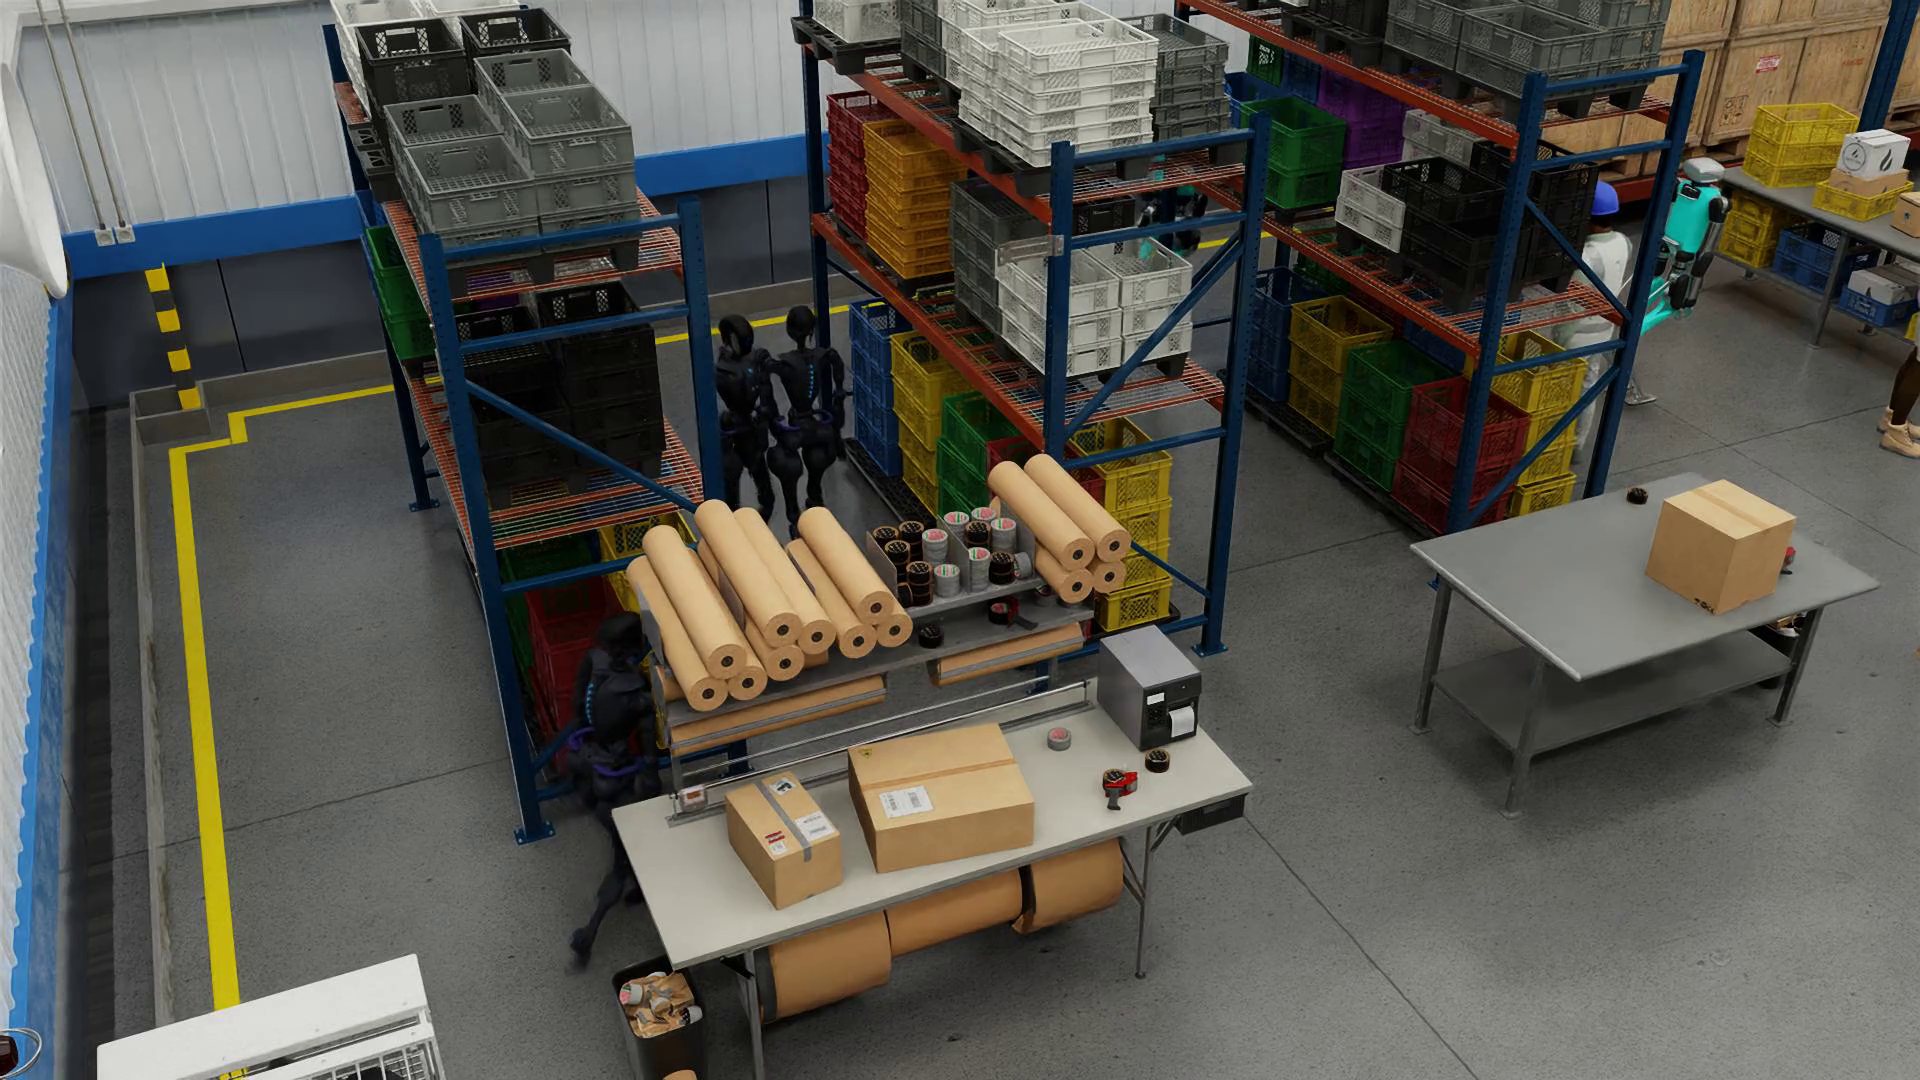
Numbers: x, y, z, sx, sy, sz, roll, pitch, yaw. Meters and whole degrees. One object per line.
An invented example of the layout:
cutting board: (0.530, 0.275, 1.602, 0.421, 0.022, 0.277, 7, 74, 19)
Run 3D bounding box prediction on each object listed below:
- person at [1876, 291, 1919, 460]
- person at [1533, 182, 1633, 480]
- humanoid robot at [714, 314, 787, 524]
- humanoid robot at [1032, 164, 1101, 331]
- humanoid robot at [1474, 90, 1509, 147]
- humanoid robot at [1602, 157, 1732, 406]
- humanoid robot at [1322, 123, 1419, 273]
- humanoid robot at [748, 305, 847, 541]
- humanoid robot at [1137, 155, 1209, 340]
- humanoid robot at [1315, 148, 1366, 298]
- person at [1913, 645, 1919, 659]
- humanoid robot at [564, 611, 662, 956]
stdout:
person: (6.391, -1.513, 10.740, 0.378, 2.040, 0.613, 14, 34, 21)
person: (3.898, -1.304, 10.495, 0.604, 1.940, 0.406, -26, 40, -36)
humanoid robot: (-1.242, -0.558, 9.536, 0.316, 1.648, 0.598, 21, 37, 30)
humanoid robot: (0.664, -2.364, 12.430, 0.779, 1.796, 0.550, -12, 34, -18)
humanoid robot: (4.262, -2.899, 13.366, 0.700, 1.637, 0.604, 24, 39, 33)
humanoid robot: (4.668, -1.726, 11.281, 0.745, 1.689, 0.533, -10, 33, -16)
humanoid robot: (3.006, -2.337, 12.382, 0.806, 1.779, 0.542, 19, 37, 28)
humanoid robot: (-0.934, -0.573, 9.586, 0.608, 1.648, 0.610, -17, 36, -26)
humanoid robot: (1.444, -2.224, 12.123, 0.549, 1.747, 0.685, 23, 38, 32)
humanoid robot: (2.998, -2.507, 12.737, 0.630, 1.645, 0.608, 4, 32, 6)
person: (5.452, -0.091, 8.591, 0.363, 1.878, 0.579, -13, 34, -19)
humanoid robot: (-1.521, 1.017, 7.007, 0.649, 1.623, 0.616, -27, 41, -37)
